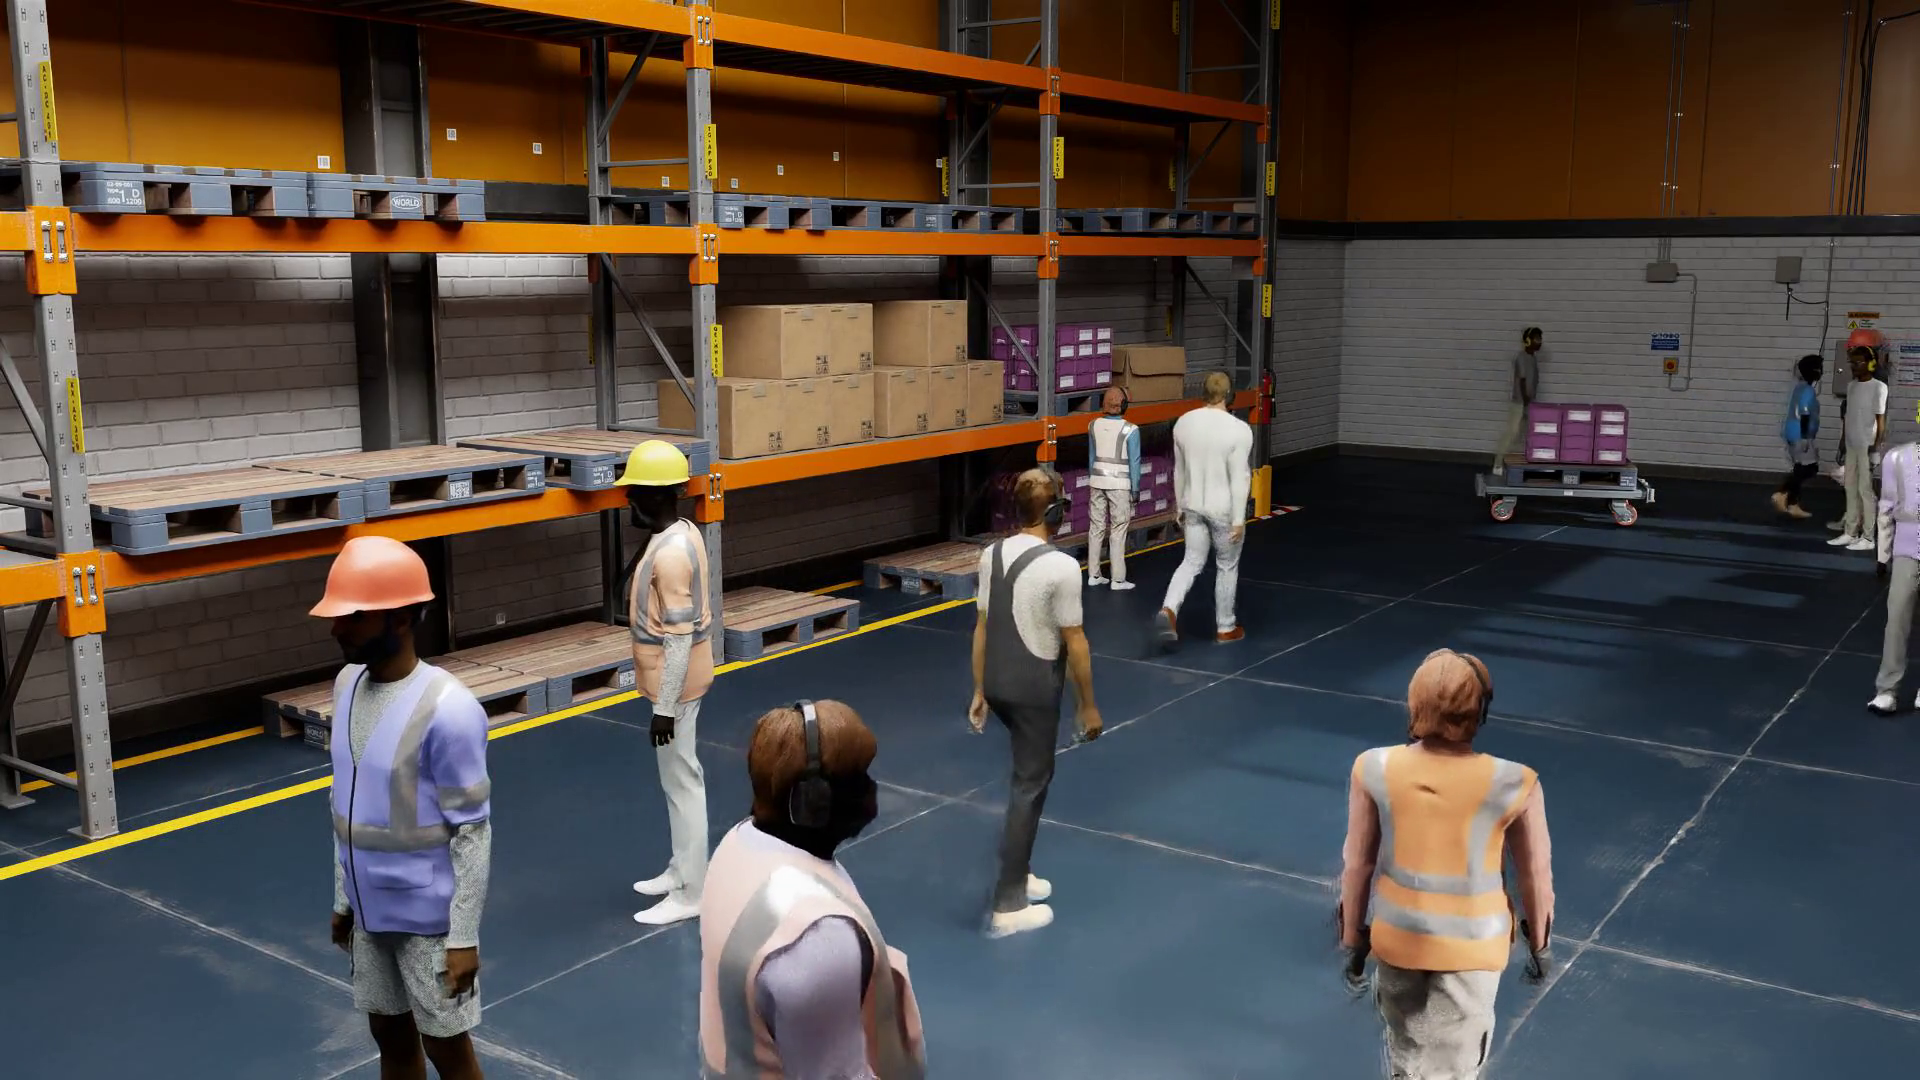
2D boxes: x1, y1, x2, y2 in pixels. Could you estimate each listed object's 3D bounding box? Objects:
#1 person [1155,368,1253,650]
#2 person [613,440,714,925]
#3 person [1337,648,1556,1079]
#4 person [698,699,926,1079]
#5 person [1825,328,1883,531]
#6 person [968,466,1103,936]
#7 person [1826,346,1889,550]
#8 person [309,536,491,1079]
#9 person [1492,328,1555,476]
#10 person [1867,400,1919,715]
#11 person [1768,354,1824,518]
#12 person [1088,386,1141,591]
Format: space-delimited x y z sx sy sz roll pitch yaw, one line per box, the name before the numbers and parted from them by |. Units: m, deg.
person | 1.657 -0.194 11.183 0.637 1.918 0.845 8 13 41
person | -1.165 0.563 6.623 0.368 1.928 0.585 -1 10 -9
person | 1.331 1.083 4.498 0.521 1.604 0.819 6 12 34
person | -0.351 1.194 3.203 0.870 1.814 0.626 -2 10 -14
person | 8.672 -1.054 16.086 0.438 1.977 0.620 6 11 34
person | 0.289 0.626 6.556 0.578 1.826 0.503 -7 12 -35
person | 8.213 -0.839 15.181 0.317 1.862 0.517 -1 10 -7
person | -1.453 0.944 4.321 0.543 1.939 0.370 7 12 35
person | 6.896 -1.636 20.053 0.974 1.811 0.560 8 12 39
person | 5.537 0.093 9.519 0.609 1.886 0.921 8 12 39
person | 8.561 -1.048 16.915 0.383 1.682 0.550 4 10 21
person | 1.222 -0.410 13.306 0.509 1.629 0.317 8 13 41
